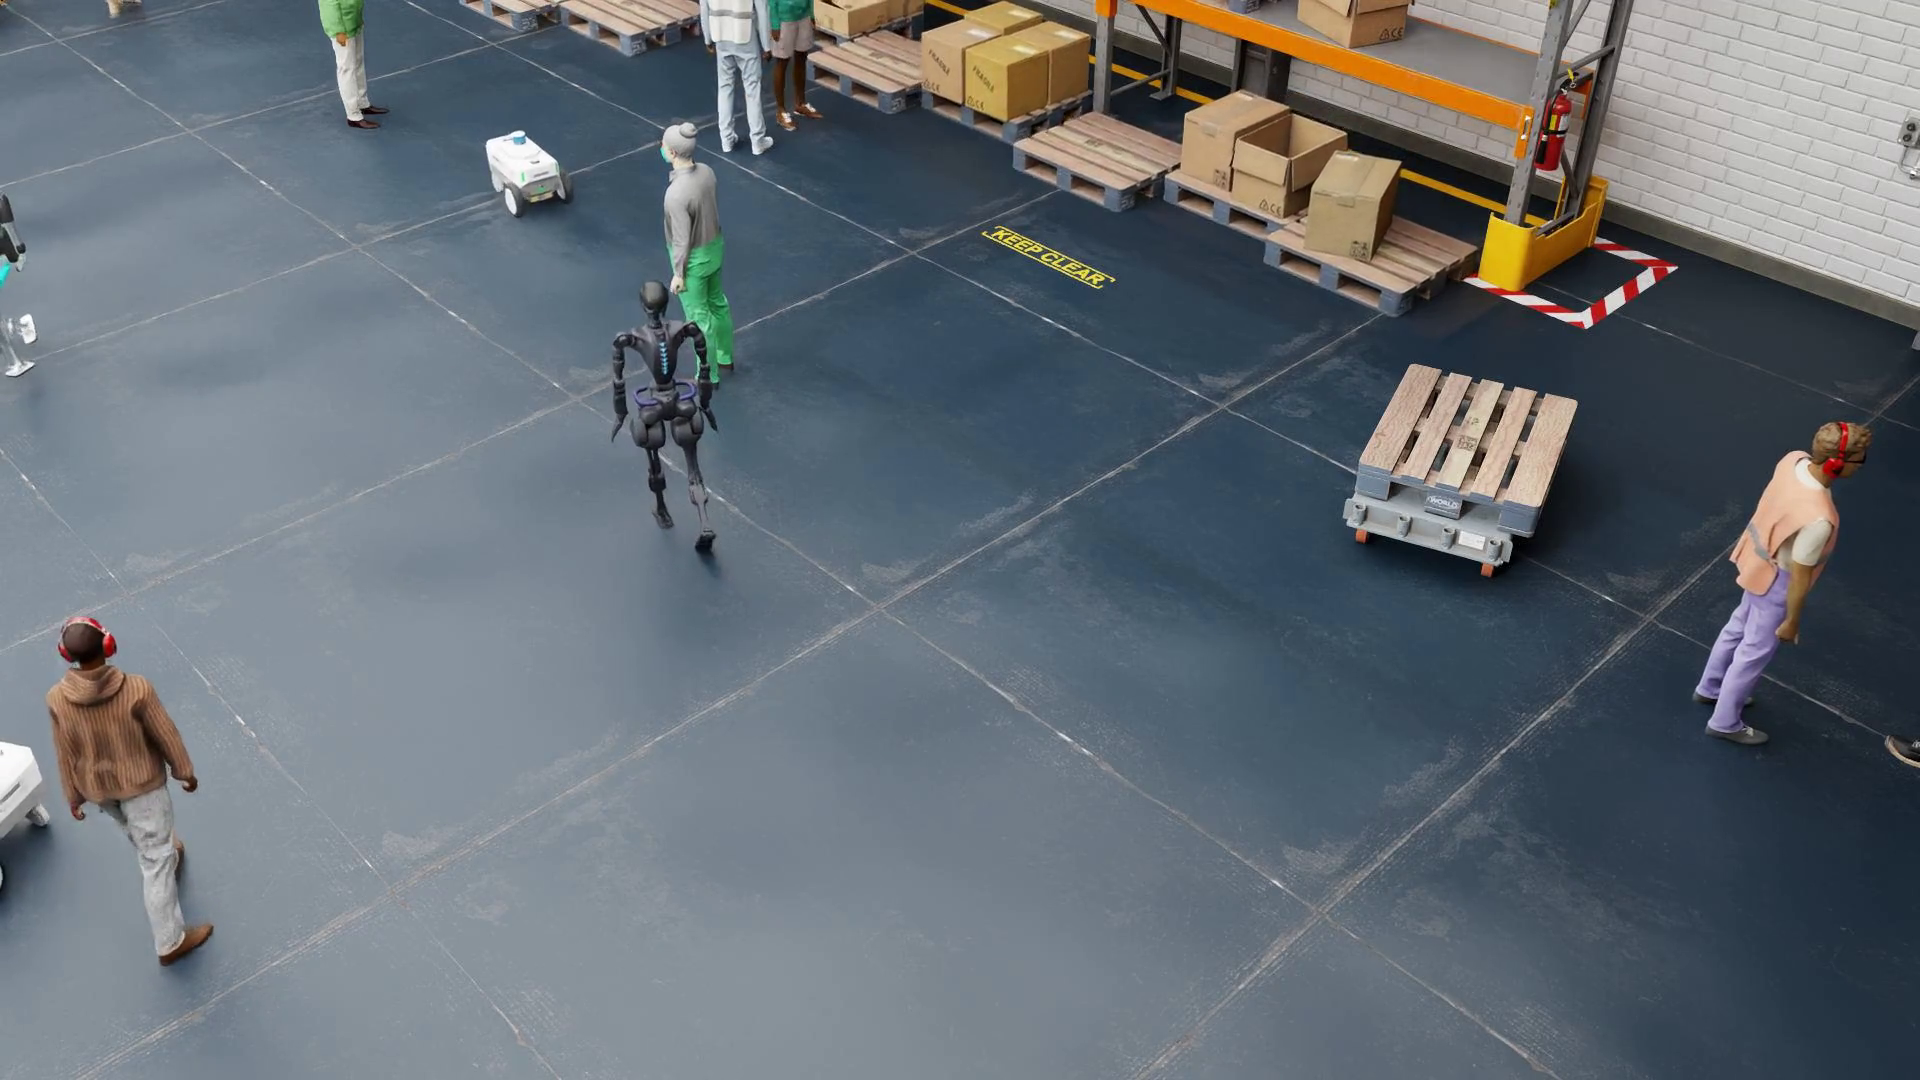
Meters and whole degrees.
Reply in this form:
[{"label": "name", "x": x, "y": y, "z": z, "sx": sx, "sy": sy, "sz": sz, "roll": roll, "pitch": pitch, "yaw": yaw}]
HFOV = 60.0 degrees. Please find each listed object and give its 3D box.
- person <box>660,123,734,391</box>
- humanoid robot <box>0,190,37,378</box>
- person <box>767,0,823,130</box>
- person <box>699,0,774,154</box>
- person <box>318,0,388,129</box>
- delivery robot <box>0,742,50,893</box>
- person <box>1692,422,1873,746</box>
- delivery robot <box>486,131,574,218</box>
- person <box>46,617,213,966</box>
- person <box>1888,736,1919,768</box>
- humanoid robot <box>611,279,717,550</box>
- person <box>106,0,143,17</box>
[{"label": "person", "x": -1.696, "y": -1.807, "z": 10.625, "sx": 0.344, "sy": 1.838, "sz": 0.510, "roll": 13, "pitch": 39, "yaw": 16}, {"label": "humanoid robot", "x": -6.345, "y": -1.777, "z": 10.694, "sx": 0.571, "sy": 1.735, "sz": 1.064, "roll": -9, "pitch": 38, "yaw": -12}, {"label": "person", "x": -1.444, "y": -4.437, "z": 14.098, "sx": 0.379, "sy": 1.847, "sz": 0.505, "roll": 29, "pitch": 46, "yaw": 33}, {"label": "person", "x": -1.830, "y": -4.091, "z": 13.592, "sx": 0.601, "sy": 1.909, "sz": 0.390, "roll": 9, "pitch": 38, "yaw": 12}, {"label": "person", "x": -5.214, "y": -4.398, "z": 14.102, "sx": 0.383, "sy": 1.780, "sz": 0.560, "roll": -1, "pitch": 37, "yaw": -1}, {"label": "delivery robot", "x": -4.565, "y": 1.298, "z": 7.588, "sx": 0.525, "sy": 0.608, "sz": 0.779, "roll": 9, "pitch": 38, "yaw": 12}, {"label": "person", "x": 3.895, "y": 0.210, "z": 7.958, "sx": 0.393, "sy": 1.840, "sz": 0.564, "roll": 6, "pitch": 37, "yaw": 7}, {"label": "delivery robot", "x": -3.437, "y": -2.916, "z": 13.173, "sx": 0.499, "sy": 0.614, "sz": 0.789, "roll": -24, "pitch": 43, "yaw": -28}, {"label": "person", "x": -3.520, "y": 1.038, "z": 7.058, "sx": 0.487, "sy": 1.594, "sz": 0.738, "roll": -3, "pitch": 37, "yaw": -4}, {"label": "person", "x": 4.883, "y": 0.283, "z": 7.753, "sx": 0.618, "sy": 1.961, "sz": 0.363, "roll": -22, "pitch": 42, "yaw": -26}, {"label": "humanoid robot", "x": -1.646, "y": -0.682, "z": 9.289, "sx": 0.600, "sy": 1.639, "sz": 0.666, "roll": -13, "pitch": 39, "yaw": -17}, {"label": "person", "x": -8.559, "y": -6.178, "z": 16.287, "sx": 0.642, "sy": 1.991, "sz": 0.615, "roll": -10, "pitch": 38, "yaw": -13}]
